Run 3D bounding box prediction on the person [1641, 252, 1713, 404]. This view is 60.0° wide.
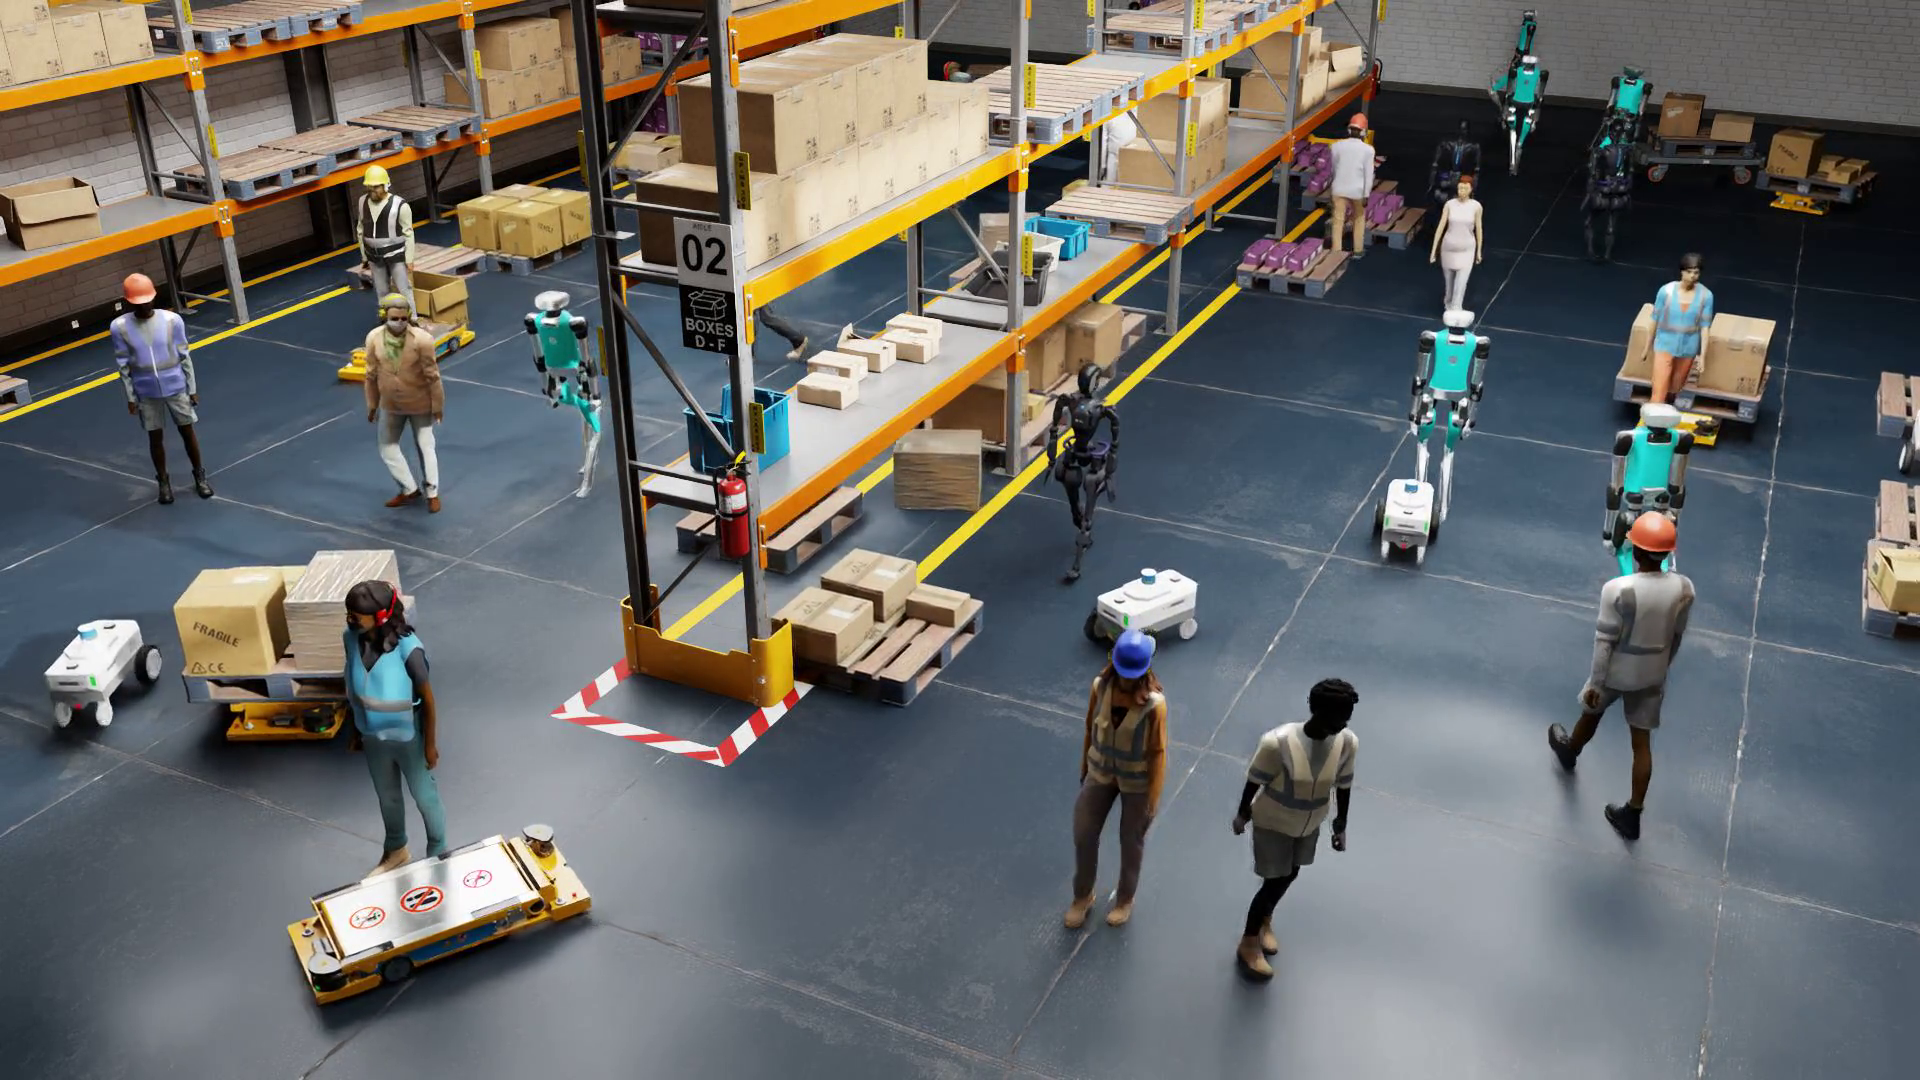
[{"bbox_3d":[6.257,-1.681,14.540,0.509,1.722,0.911,8,27,16],"label":"person"}]

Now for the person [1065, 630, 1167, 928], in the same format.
[{"bbox_3d":[0.808,1.265,8.534,0.487,1.759,0.501,14,30,26],"label":"person"}]

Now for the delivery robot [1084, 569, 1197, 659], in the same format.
[{"bbox_3d":[1.269,0.499,11.468,0.807,0.613,0.499,-18,32,-33],"label":"delivery robot"}]

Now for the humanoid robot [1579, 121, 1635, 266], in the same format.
[{"bbox_3d":[7.531,-4.014,19.299,0.612,1.642,0.442,-5,27,-10],"label":"humanoid robot"}]

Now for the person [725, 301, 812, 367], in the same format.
[{"bbox_3d":[-1.896,-2.562,16.223,0.780,1.814,0.541,-12,29,-23],"label":"person"}]

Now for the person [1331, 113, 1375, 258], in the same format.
[{"bbox_3d":[4.594,-4.117,19.447,0.554,1.718,0.741,14,30,27],"label":"person"}]

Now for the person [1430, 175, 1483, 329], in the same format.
[{"bbox_3d":[5.120,-2.943,17.189,0.485,1.613,0.862,13,29,25],"label":"person"}]

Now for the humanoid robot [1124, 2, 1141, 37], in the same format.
[{"bbox_3d":[2.780,-8.055,27.498,0.479,1.651,0.616,18,31,31],"label":"humanoid robot"}]

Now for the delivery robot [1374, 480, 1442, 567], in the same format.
[{"bbox_3d":[3.450,-0.181,12.813,0.499,0.587,0.791,8,27,15],"label":"delivery robot"}]

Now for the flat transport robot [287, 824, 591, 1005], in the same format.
[{"bbox_3d":[-2.759,1.959,8.820,1.431,0.231,0.659,-16,30,-29],"label":"flat transport robot"}]

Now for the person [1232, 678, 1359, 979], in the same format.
[{"bbox_3d":[1.681,1.418,8.333,0.583,1.654,0.502,-9,28,-18],"label":"person"}]

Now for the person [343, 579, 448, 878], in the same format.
[{"bbox_3d":[-3.017,1.038,8.879,0.527,1.869,0.392,8,27,16],"label":"person"}]

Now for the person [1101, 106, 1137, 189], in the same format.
[{"bbox_3d":[1.961,-4.593,20.214,0.656,1.904,0.407,-13,29,-24],"label":"person"}]

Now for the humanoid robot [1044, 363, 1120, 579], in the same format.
[{"bbox_3d":[0.887,-0.537,12.317,0.589,1.621,0.774,12,29,22],"label":"humanoid robot"}]

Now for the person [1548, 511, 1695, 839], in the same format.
[{"bbox_3d":[3.817,0.693,9.547,0.566,1.880,1.004,-3,26,-5],"label":"person"}]

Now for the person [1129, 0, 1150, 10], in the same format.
[{"bbox_3d":[3.101,-8.935,28.977,0.577,1.905,0.537,8,28,16],"label":"person"}]

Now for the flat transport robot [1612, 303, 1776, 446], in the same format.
[{"bbox_3d":[6.685,-1.241,15.284,0.659,0.231,1.431,14,29,26],"label":"flat transport robot"}]

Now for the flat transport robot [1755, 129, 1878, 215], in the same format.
[{"bbox_3d":[11.307,-4.564,21.997,0.659,0.231,1.431,22,34,37],"label":"flat transport robot"}]

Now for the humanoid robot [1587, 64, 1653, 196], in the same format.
[{"bbox_3d":[8.602,-5.298,21.825,0.576,1.785,0.700,20,33,35],"label":"humanoid robot"}]

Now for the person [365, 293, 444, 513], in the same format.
[{"bbox_3d":[-4.388,-1.075,13.158,0.611,1.858,0.419,-1,26,-2],"label":"person"}]

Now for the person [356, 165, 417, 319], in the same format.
[{"bbox_3d":[-5.800,-2.878,16.824,0.589,1.837,0.404,4,27,8],"label":"person"}]

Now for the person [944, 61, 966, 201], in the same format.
[{"bbox_3d":[-0.144,-5.331,21.770,0.389,1.845,0.562,17,31,30],"label":"person"}]

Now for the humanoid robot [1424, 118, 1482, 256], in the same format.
[{"bbox_3d":[5.763,-4.113,19.507,0.585,1.646,0.492,7,27,15],"label":"humanoid robot"}]

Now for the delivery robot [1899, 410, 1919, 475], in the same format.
[{"bbox_3d":[8.325,-0.850,14.162,0.499,0.585,0.765,12,29,23],"label":"delivery robot"}]

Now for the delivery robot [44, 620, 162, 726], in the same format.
[{"bbox_3d":[-5.598,0.822,10.808,0.499,0.606,0.807,0,26,0],"label":"delivery robot"}]

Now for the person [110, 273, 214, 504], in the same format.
[{"bbox_3d":[-6.421,-1.211,13.354,0.541,1.928,0.377,-11,29,-22],"label":"person"}]

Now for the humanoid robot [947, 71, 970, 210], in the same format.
[{"bbox_3d":[-0.137,-5.078,21.333,0.532,1.725,0.766,13,29,25],"label":"humanoid robot"}]

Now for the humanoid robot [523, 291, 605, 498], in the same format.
[{"bbox_3d":[-3.117,-1.270,13.708,0.530,1.769,0.840,8,27,16],"label":"humanoid robot"}]

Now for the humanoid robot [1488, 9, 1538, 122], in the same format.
[{"bbox_3d":[8.557,-7.419,25.987,0.708,1.691,0.531,3,27,7],"label":"humanoid robot"}]

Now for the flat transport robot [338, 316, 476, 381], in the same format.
[{"bbox_3d":[-5.516,-1.904,16.623,0.659,0.231,1.431,7,27,15],"label":"flat transport robot"}]

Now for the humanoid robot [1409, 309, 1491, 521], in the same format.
[{"bbox_3d":[3.830,-1.041,13.191,0.542,1.761,0.674,6,27,12],"label":"humanoid robot"}]

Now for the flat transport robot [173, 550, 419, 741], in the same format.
[{"bbox_3d":[-4.278,0.874,11.012,0.659,0.231,1.431,-1,26,-2],"label":"flat transport robot"}]

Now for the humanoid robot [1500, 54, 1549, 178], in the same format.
[{"bbox_3d":[7.769,-5.853,22.976,0.559,1.740,1.037,10,28,20],"label":"humanoid robot"}]

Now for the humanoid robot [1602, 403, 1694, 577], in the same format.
[{"bbox_3d":[4.613,0.049,11.056,0.533,1.801,0.820,-2,26,-4],"label":"humanoid robot"}]
